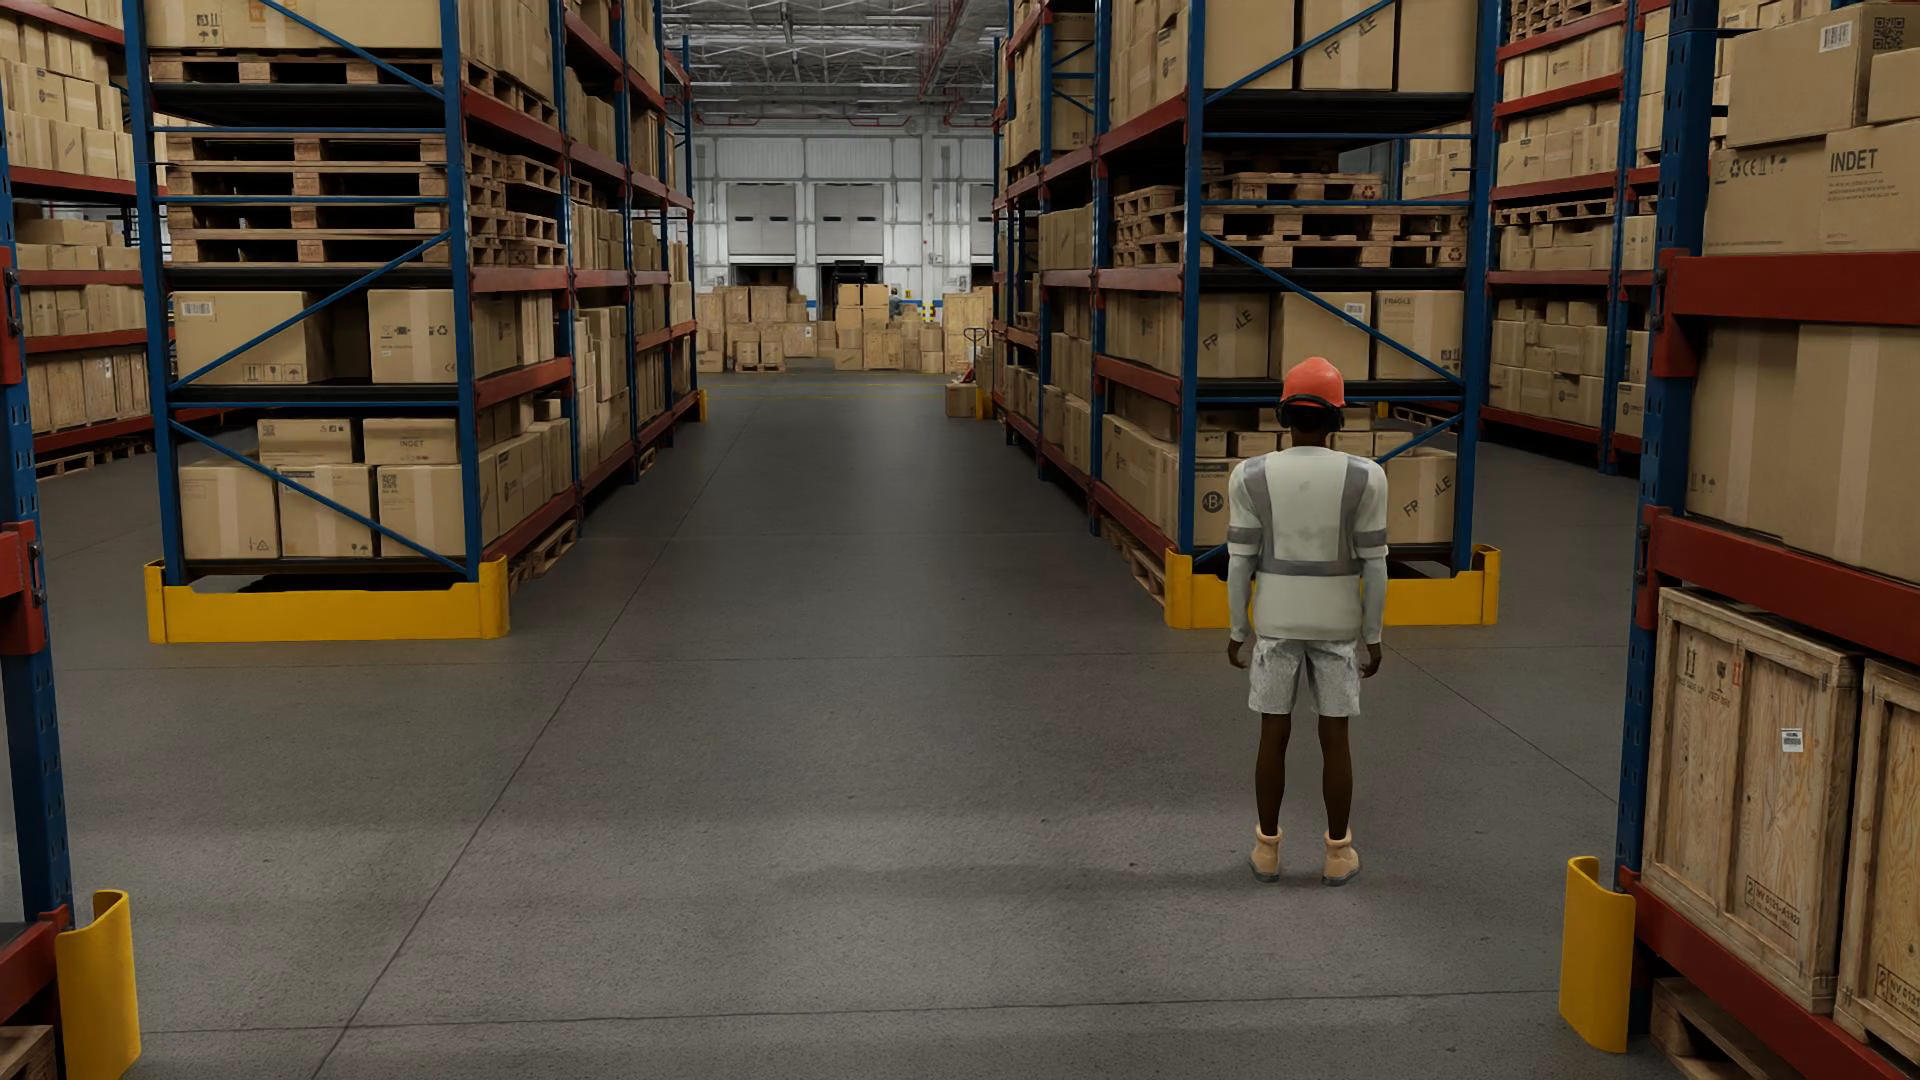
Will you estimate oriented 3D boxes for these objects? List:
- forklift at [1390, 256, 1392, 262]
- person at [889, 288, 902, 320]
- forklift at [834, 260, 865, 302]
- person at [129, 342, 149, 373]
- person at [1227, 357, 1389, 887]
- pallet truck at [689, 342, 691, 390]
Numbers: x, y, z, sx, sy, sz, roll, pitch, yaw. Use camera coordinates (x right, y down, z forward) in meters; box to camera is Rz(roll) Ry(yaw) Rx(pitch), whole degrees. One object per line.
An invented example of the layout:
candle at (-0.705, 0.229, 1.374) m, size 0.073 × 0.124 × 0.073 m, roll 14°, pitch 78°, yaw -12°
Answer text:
forklift at (10.311, -5.611, 41.062) m, size 1.873 × 2.768 × 1.129 m, roll -1°, pitch 9°, yaw -4°
person at (-2.310, -7.829, 57.980) m, size 0.634 × 1.930 × 0.384 m, roll 3°, pitch 10°, yaw 20°
forklift at (-3.398, -7.256, 51.392) m, size 1.129 × 2.768 × 1.873 m, roll -1°, pitch 9°, yaw -4°
person at (-13.662, -3.091, 28.003) m, size 0.612 × 1.997 × 0.375 m, roll -1°, pitch 9°, yaw -8°
person at (1.334, 0.321, 6.430) m, size 0.605 × 2.045 × 0.377 m, roll 2°, pitch 9°, yaw 14°
pallet truck at (-5.225, -3.008, 27.480) m, size 1.885 × 1.965 × 0.823 m, roll 2°, pitch 9°, yaw 14°
